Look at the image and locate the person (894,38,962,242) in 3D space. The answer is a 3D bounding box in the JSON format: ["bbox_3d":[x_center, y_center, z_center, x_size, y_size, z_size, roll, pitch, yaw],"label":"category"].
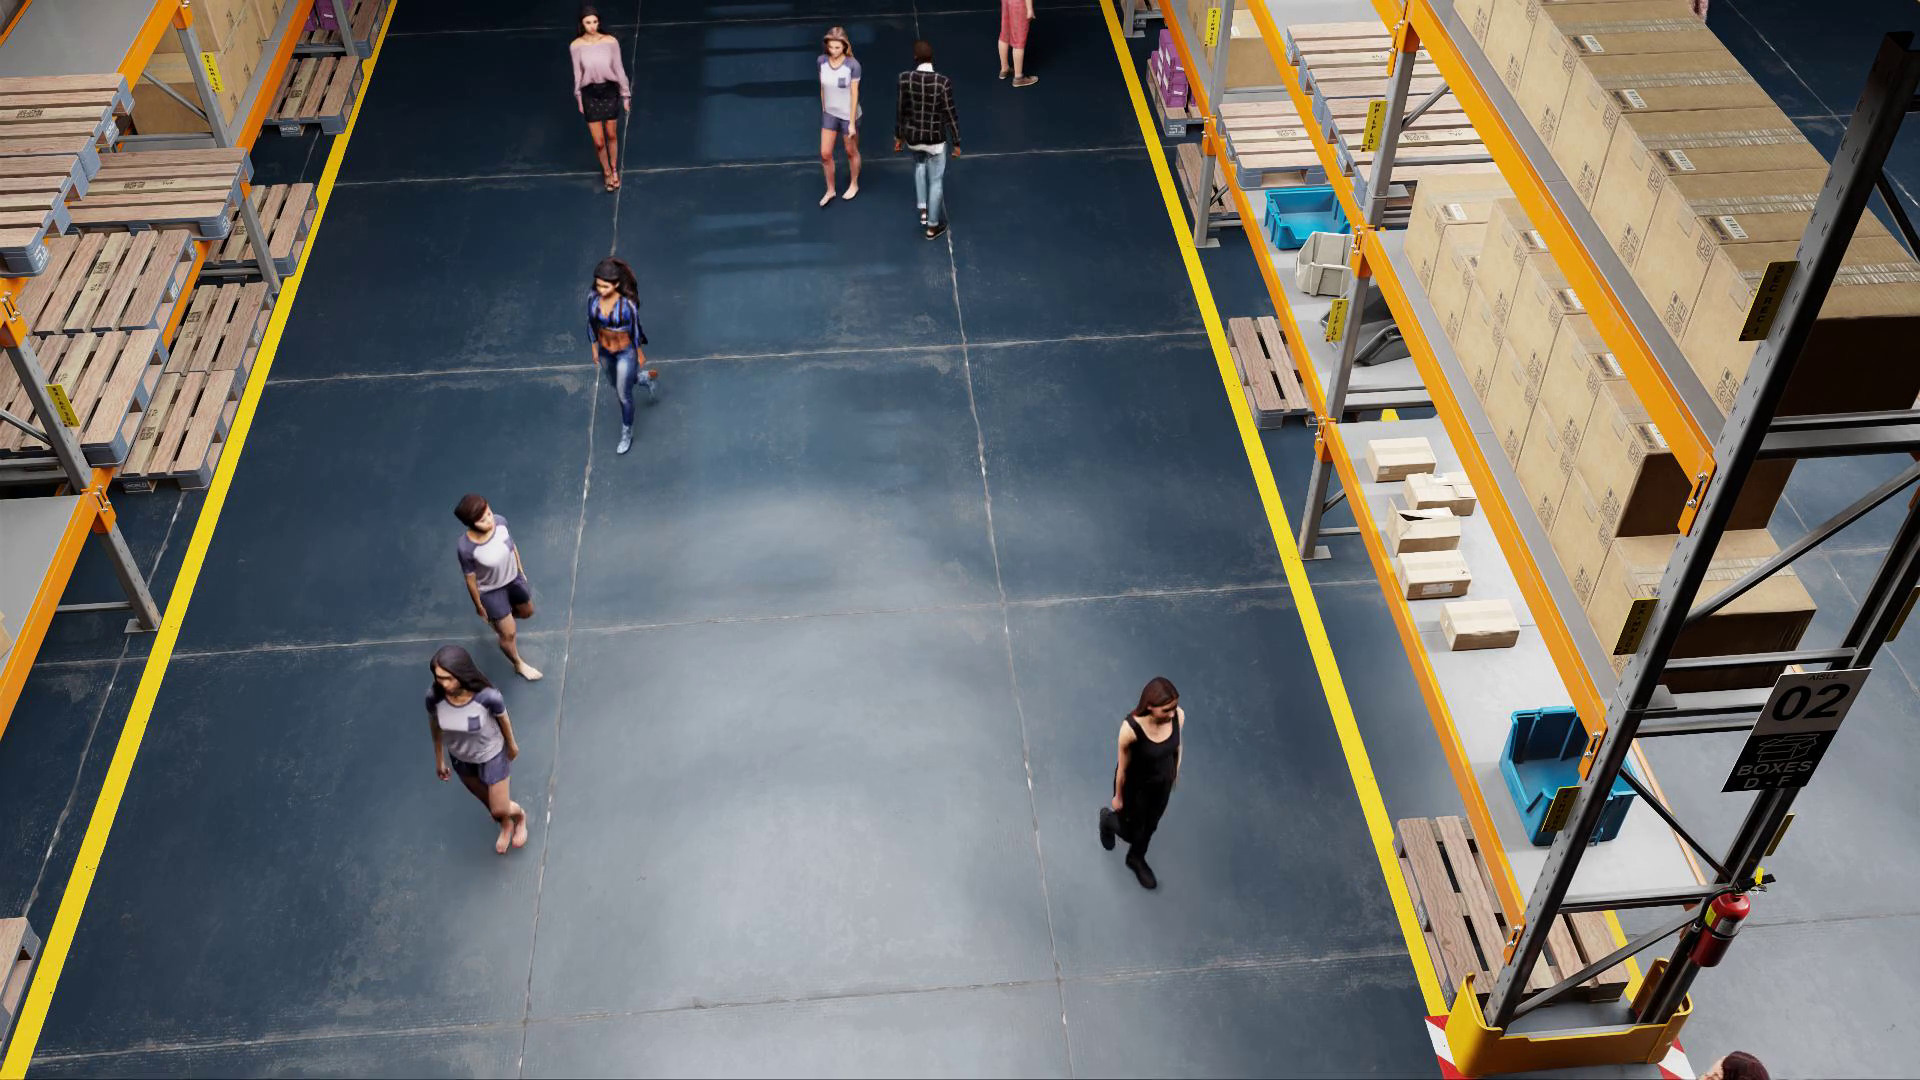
[{"bbox_3d":[-0.333,-3.412,14.368,0.838,1.804,0.816,14,45,14],"label":"person"}]

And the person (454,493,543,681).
[{"bbox_3d":[-3.020,0.257,10.701,0.865,1.550,0.826,24,49,23],"label":"person"}]

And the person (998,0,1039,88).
[{"bbox_3d":[0.548,-5.329,16.491,0.735,1.651,0.628,-26,49,-24],"label":"person"}]

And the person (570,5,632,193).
[{"bbox_3d":[-3.246,-3.990,14.979,0.714,1.798,0.710,-13,45,-13],"label":"person"}]

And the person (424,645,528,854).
[{"bbox_3d":[-2.761,1.170,9.638,0.662,1.694,0.676,5,44,5],"label":"person"}]

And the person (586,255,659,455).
[{"bbox_3d":[-2.527,-1.440,12.448,0.877,1.597,1.053,14,45,14],"label":"person"}]

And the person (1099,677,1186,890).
[{"bbox_3d":[1.000,1.330,9.482,0.745,1.678,0.844,-21,47,-20],"label":"person"}]

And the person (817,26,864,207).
[{"bbox_3d":[-1.003,-3.834,14.880,0.748,1.709,0.820,18,46,18],"label":"person"}]
